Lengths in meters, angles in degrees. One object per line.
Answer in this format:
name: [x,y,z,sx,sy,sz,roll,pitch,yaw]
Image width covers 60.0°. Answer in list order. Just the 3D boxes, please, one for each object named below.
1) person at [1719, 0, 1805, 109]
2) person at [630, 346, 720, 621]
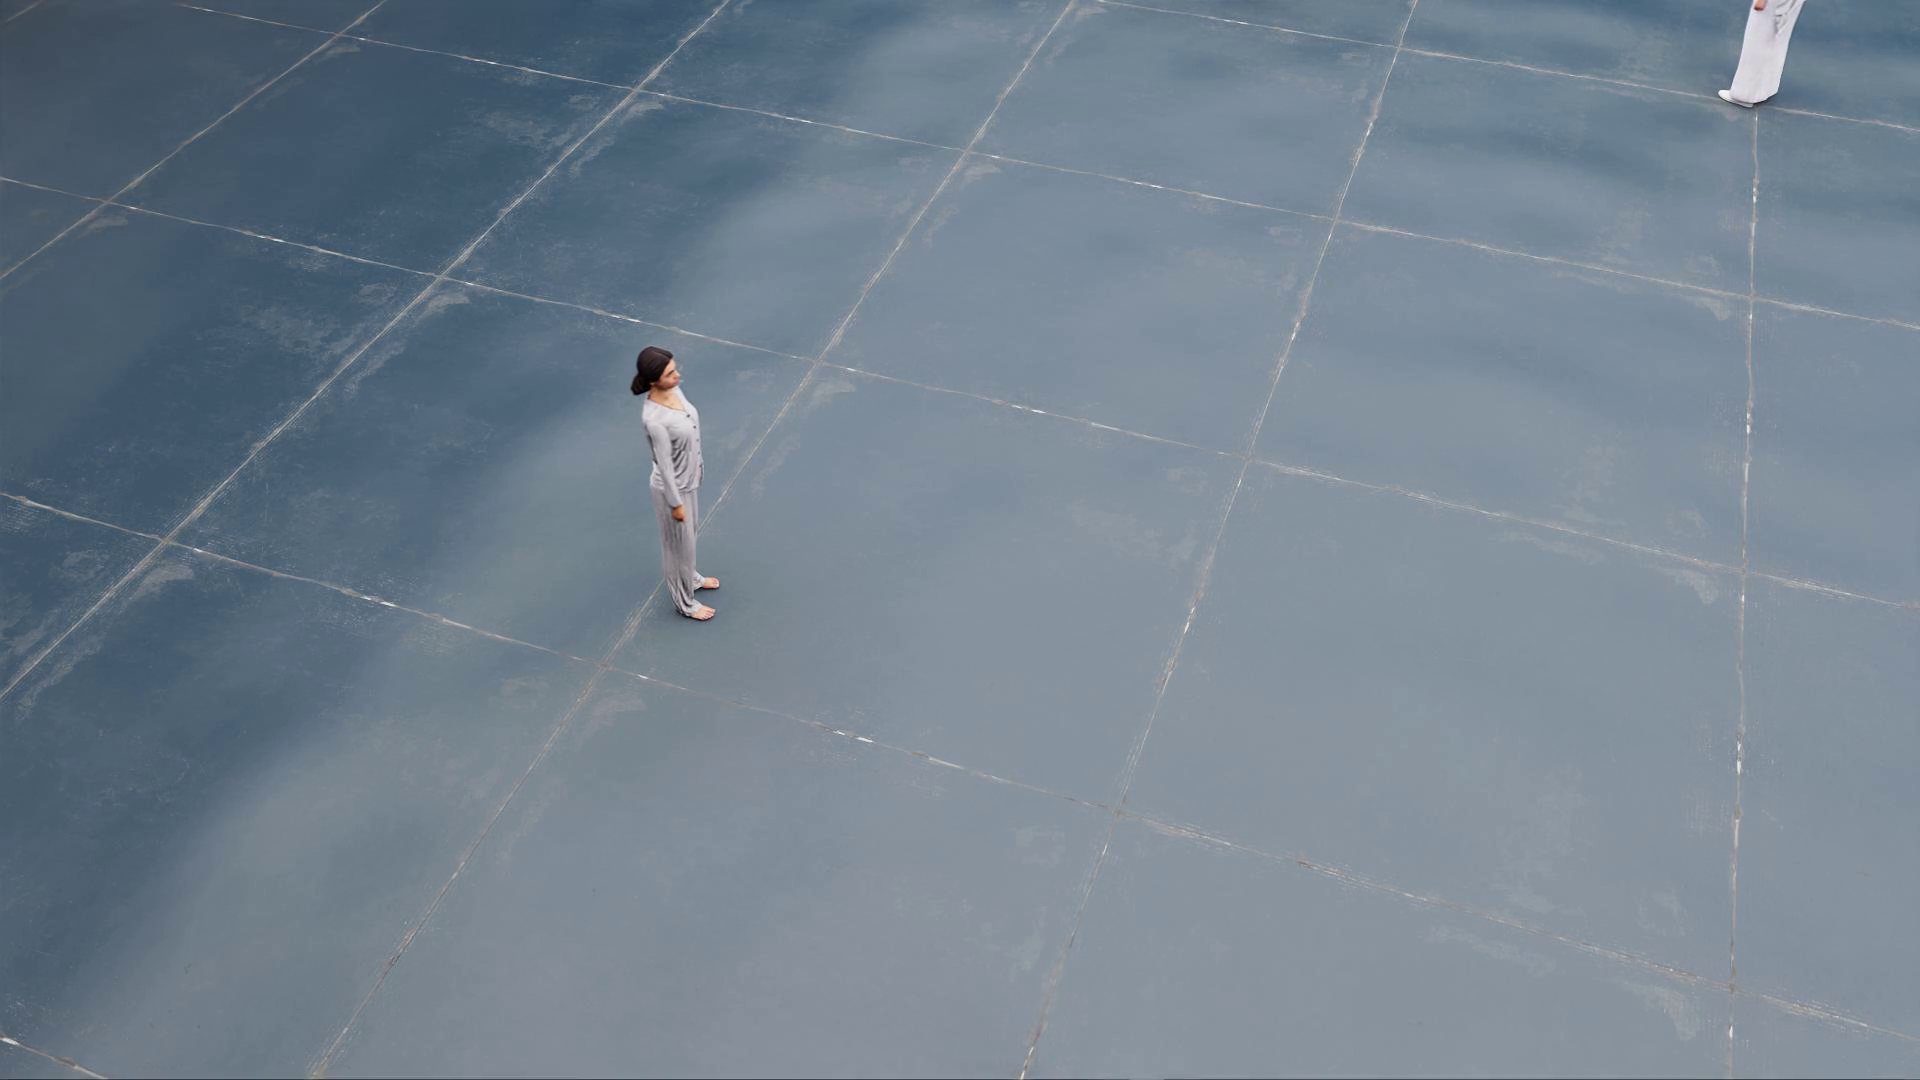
person: [6.644,-4.437,13.413,0.801,1.926,0.835,-23,48,-23]
person: [-1.565,-0.316,9.110,0.627,1.774,0.646,2,43,3]
